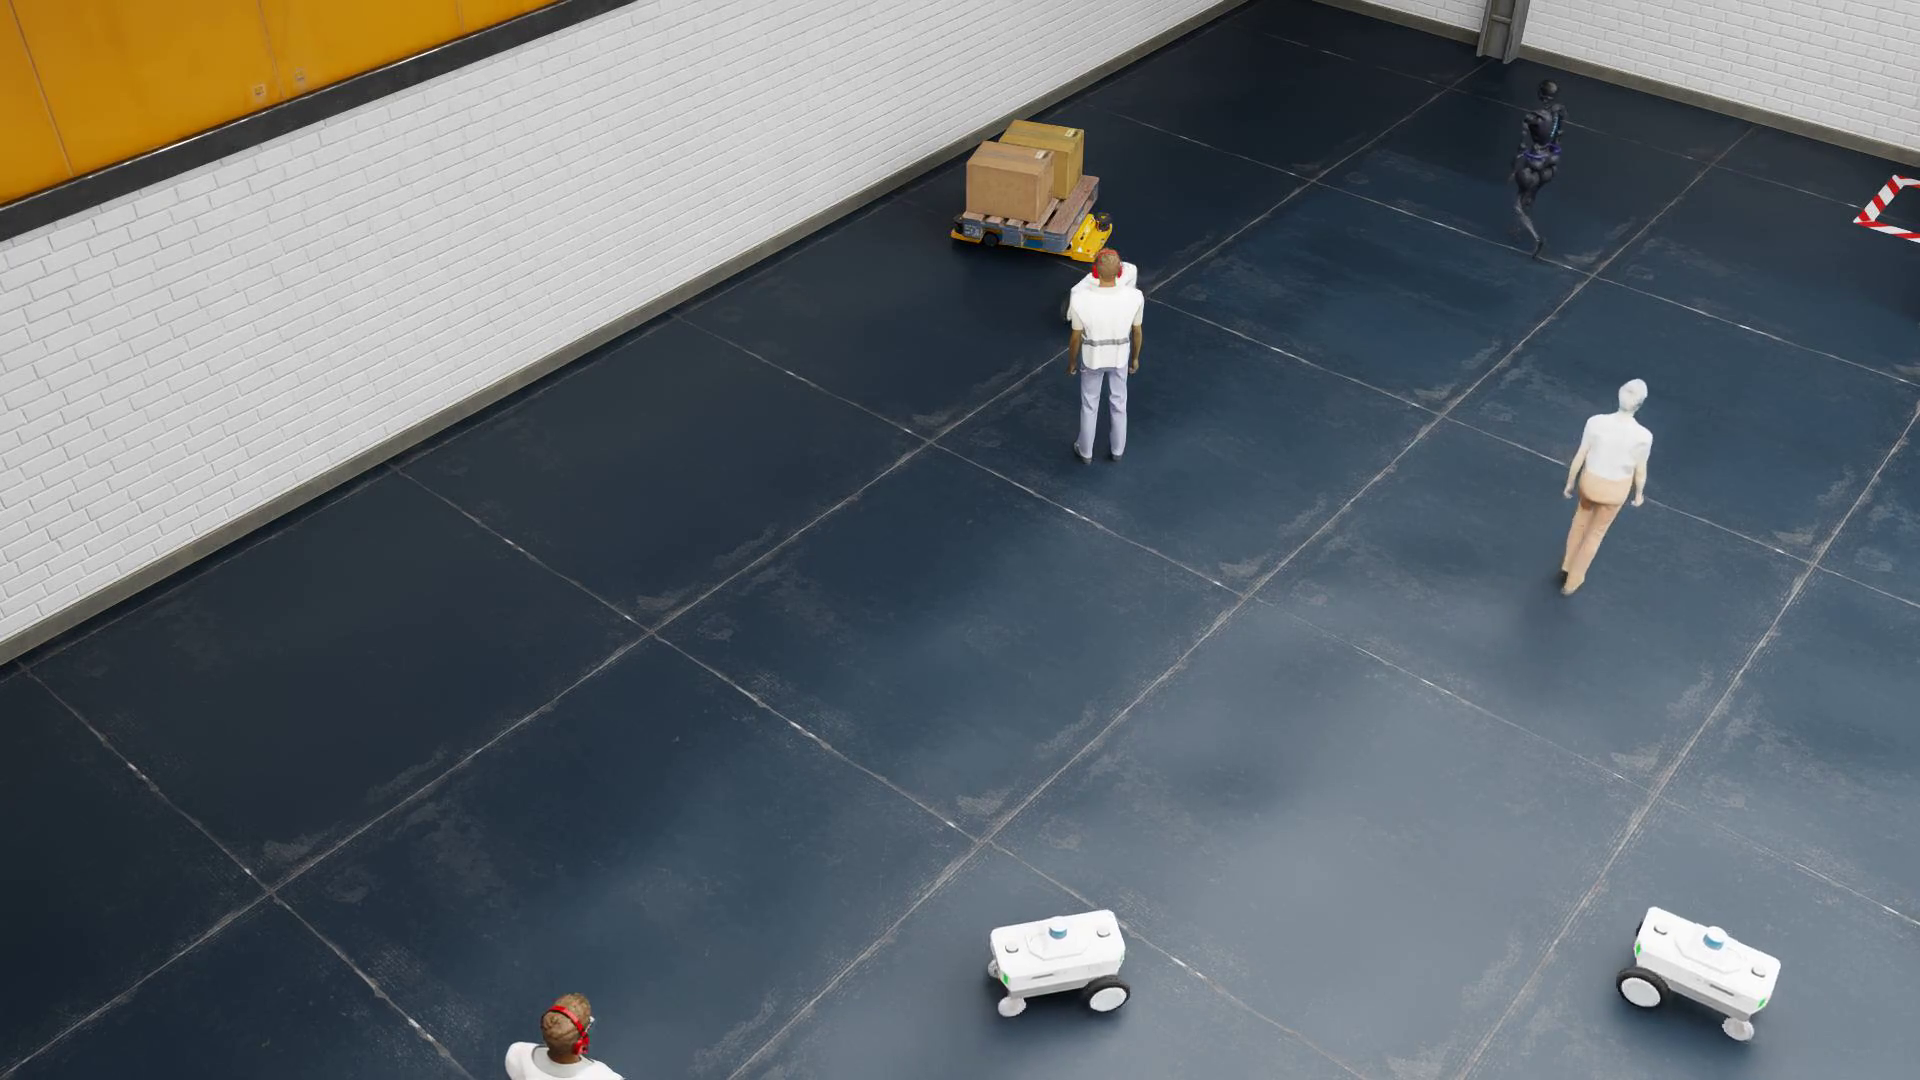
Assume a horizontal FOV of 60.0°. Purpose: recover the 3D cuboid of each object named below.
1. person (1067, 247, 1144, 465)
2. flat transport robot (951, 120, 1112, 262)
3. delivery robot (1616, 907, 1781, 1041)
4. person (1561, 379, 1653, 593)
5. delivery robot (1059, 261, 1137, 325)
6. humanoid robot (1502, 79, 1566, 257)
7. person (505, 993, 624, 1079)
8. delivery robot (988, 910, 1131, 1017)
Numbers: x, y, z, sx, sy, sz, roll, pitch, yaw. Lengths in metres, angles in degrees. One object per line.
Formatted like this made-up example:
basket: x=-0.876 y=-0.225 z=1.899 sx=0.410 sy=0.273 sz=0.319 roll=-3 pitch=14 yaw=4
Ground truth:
person: x=1.103 y=-1.374 z=12.741 sx=0.562 sy=1.838 sz=0.389 roll=-3 pitch=39 yaw=-4
flat transport robot: x=0.693 y=-3.013 z=16.026 sx=1.431 sy=0.231 sz=0.659 roll=13 pitch=41 yaw=15
delivery robot: x=4.056 y=2.352 z=9.153 sx=0.815 sy=0.612 sz=0.499 roll=22 pitch=44 yaw=25
person: x=4.532 y=-0.398 z=11.615 sx=0.491 sy=1.726 sz=0.542 roll=27 pitch=46 yaw=30
delivery robot: x=1.254 y=-2.171 z=14.768 sx=0.500 sy=0.612 sz=0.784 roll=22 pitch=44 yaw=25
humanoid robot: x=5.419 y=-3.461 z=15.467 sx=0.602 sy=1.636 sz=0.633 roll=-19 pitch=43 yaw=-22
person: x=-1.734 y=2.748 z=7.629 sx=0.576 sy=1.832 sz=0.403 roll=11 pitch=40 yaw=13
delivery robot: x=0.556 y=2.313 z=9.202 sx=0.811 sy=0.613 sz=0.499 roll=-7 pitch=39 yaw=-9
